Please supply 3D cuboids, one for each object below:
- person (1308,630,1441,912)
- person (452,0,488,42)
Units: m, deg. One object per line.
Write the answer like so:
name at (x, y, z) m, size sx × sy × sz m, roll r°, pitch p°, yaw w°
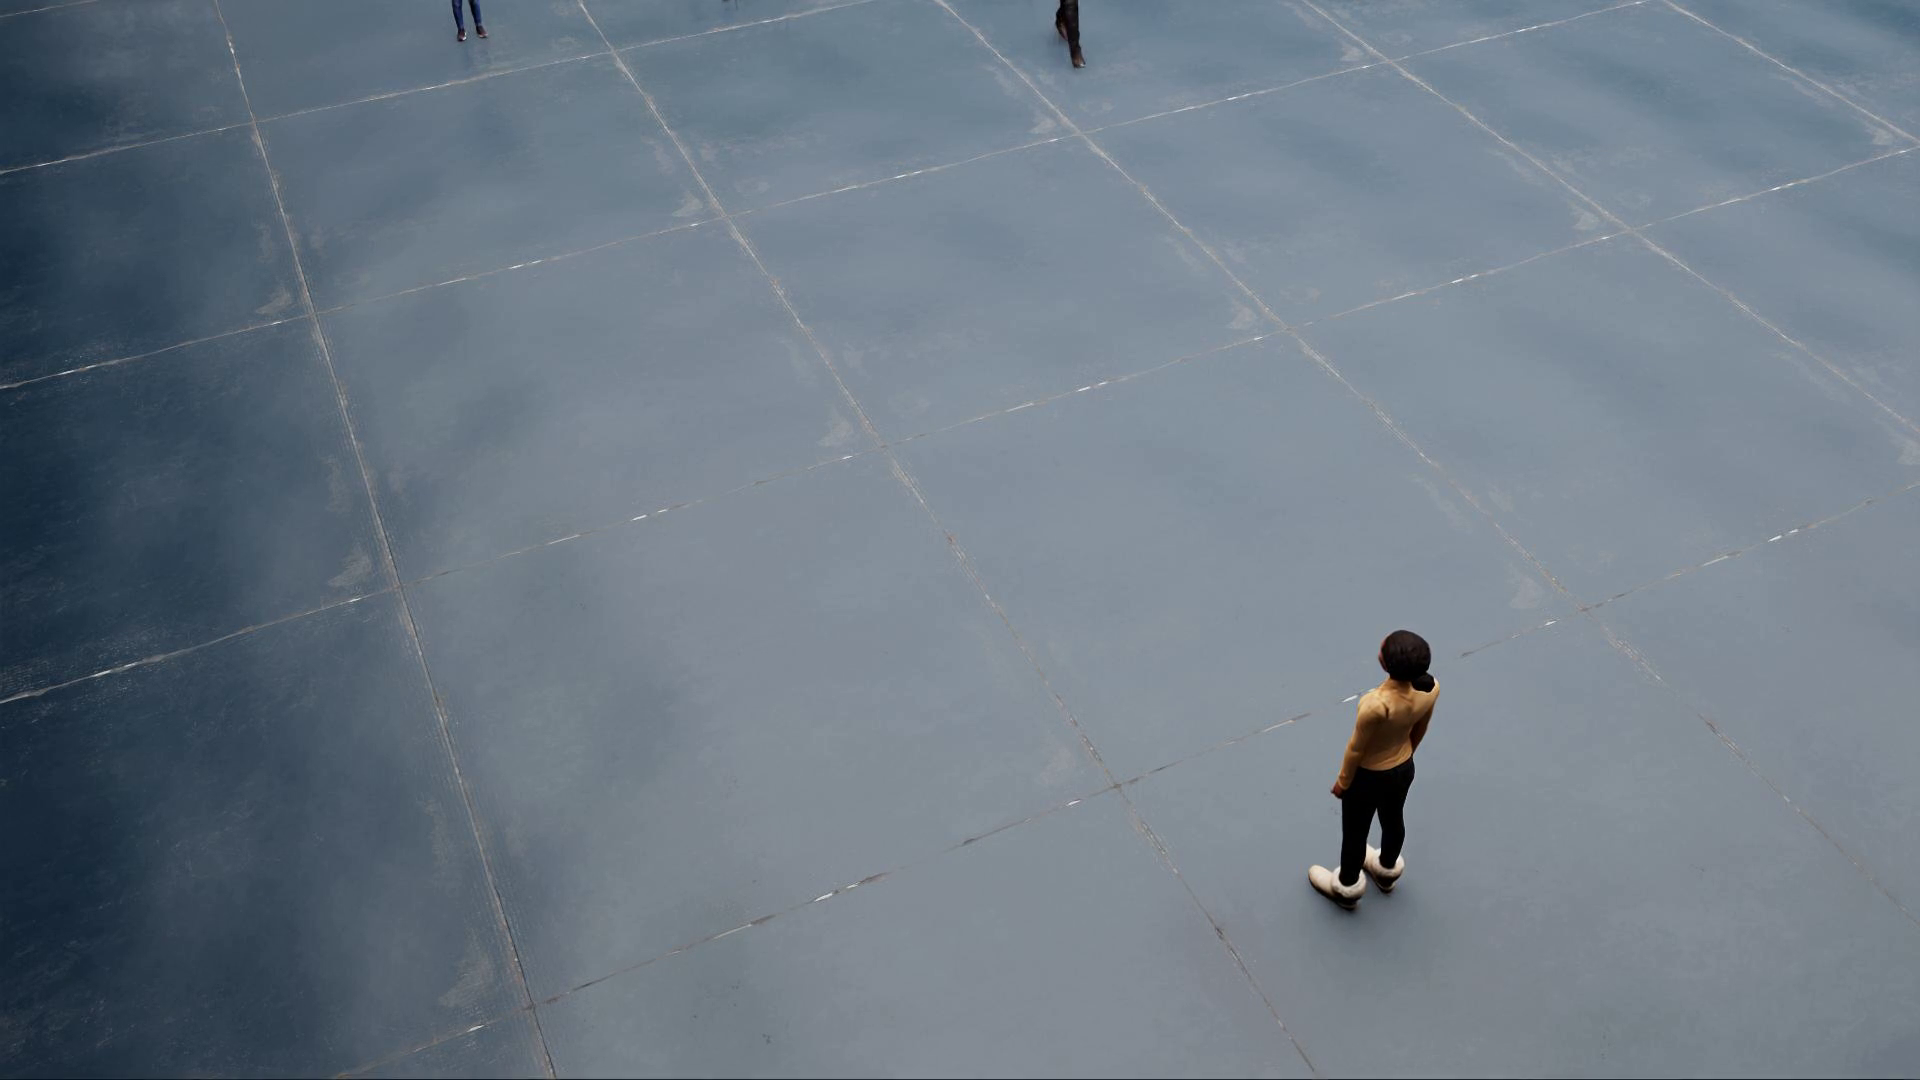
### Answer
person at (1.882, 1.025, 7.395) m, size 0.581 × 1.656 × 0.540 m, roll -19°, pitch 46°, yaw -20°
person at (-4.295, -4.872, 14.293) m, size 0.453 × 1.113 × 0.476 m, roll -14°, pitch 44°, yaw -15°
